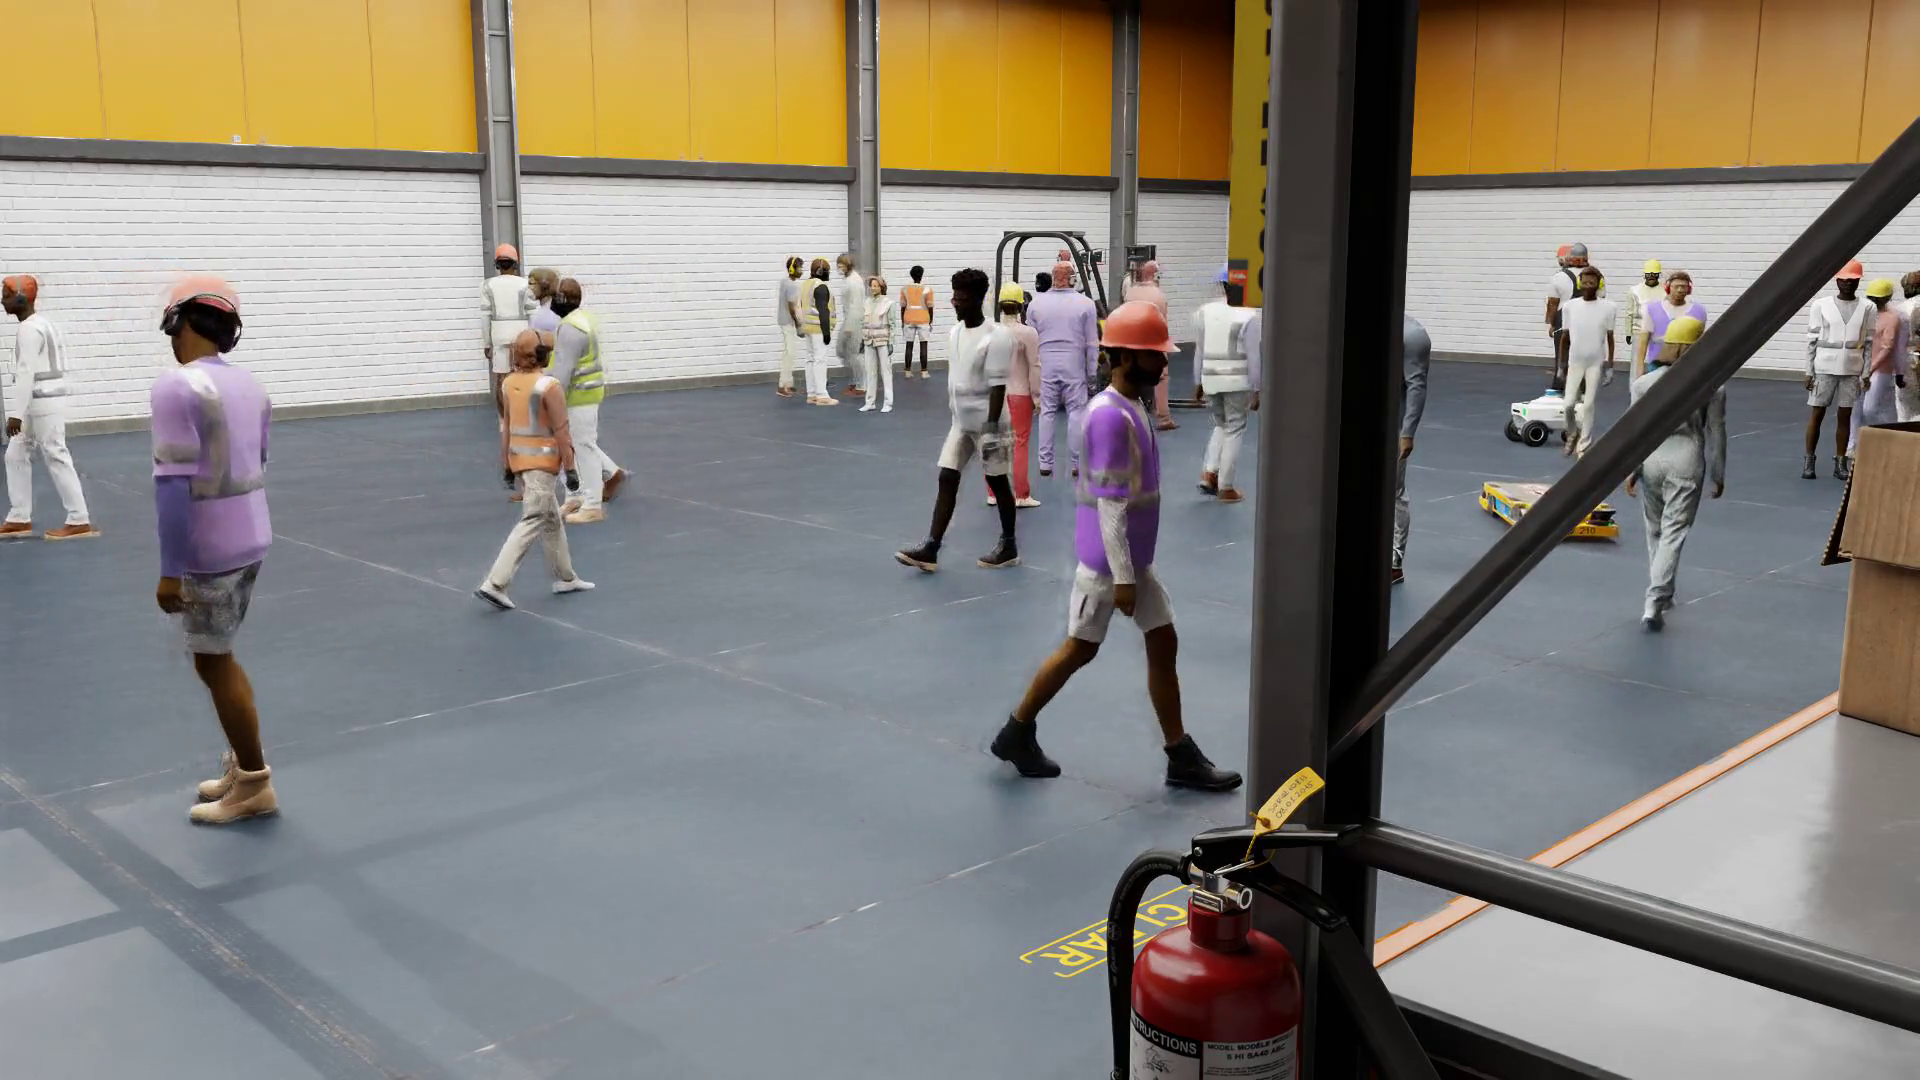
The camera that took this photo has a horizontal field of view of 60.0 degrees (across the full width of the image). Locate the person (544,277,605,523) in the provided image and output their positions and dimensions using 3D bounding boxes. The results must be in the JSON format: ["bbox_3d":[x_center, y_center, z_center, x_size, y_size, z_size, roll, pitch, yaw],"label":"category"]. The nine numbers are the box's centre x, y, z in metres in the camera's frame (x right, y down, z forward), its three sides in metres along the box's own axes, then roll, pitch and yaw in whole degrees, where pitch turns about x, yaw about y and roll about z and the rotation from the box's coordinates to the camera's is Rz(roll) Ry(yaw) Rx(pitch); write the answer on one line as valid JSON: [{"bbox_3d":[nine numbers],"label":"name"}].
[{"bbox_3d":[-2.902,-1.027,12.357,0.514,1.821,0.603,-4,11,-20],"label":"person"}]

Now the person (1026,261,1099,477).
[{"bbox_3d":[0.918,-1.512,14.764,0.651,1.904,0.403,3,11,15],"label":"person"}]

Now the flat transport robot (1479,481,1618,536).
[{"bbox_3d":[4.328,-0.245,12.307,0.652,0.197,1.431,1,10,5],"label":"flat transport robot"}]

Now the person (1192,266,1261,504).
[{"bbox_3d":[2.156,-1.244,13.235,0.457,1.923,0.637,-9,14,-42],"label":"person"}]

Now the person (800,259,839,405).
[{"bbox_3d":[-1.773,-2.621,21.002,0.430,1.838,0.619,-5,12,-26],"label":"person"}]

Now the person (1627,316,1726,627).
[{"bbox_3d":[3.947,-0.385,9.211,0.493,1.705,0.919,7,13,35],"label":"person"}]

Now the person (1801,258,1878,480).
[{"bbox_3d":[7.676,-1.486,14.526,0.542,1.939,0.362,3,11,16],"label":"person"}]

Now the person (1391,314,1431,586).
[{"bbox_3d":[2.563,-0.688,10.176,0.372,1.940,0.630,-7,12,-33],"label":"person"}]

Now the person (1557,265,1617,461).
[{"bbox_3d":[5.880,-1.638,15.601,0.513,1.858,0.382,5,11,24],"label":"person"}]

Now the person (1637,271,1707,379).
[{"bbox_3d":[6.704,-1.629,15.703,0.578,1.803,0.974,4,11,22],"label":"person"}]

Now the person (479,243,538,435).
[{"bbox_3d":[-4.804,-2.139,17.797,0.605,2.045,0.381,-1,10,-5],"label":"person"}]

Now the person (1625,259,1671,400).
[{"bbox_3d":[8.913,-2.709,21.516,0.589,1.826,0.403,3,11,17],"label":"person"}]

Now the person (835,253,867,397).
[{"bbox_3d":[-1.430,-2.814,21.848,0.498,1.906,0.687,-2,11,-11],"label":"person"}]

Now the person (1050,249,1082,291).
[{"bbox_3d":[1.627,-3.624,26.274,0.641,1.908,0.407,-8,13,-36],"label":"person"}]

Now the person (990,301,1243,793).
[{"bbox_3d":[0.567,0.031,6.386,0.986,1.898,0.566,4,11,20],"label":"person"}]

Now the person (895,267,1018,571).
[{"bbox_3d":[0.018,-0.735,10.457,0.959,1.919,0.631,-8,13,-36],"label":"person"}]

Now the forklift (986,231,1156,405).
[{"bbox_3d":[1.222,-2.721,20.561,2.313,2.155,1.214,2,11,13],"label":"forklift"}]

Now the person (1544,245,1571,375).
[{"bbox_3d":[9.098,-3.473,25.257,0.653,1.970,0.705,-8,13,-36],"label":"person"}]

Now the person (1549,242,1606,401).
[{"bbox_3d":[7.934,-2.814,21.487,0.683,2.000,0.538,2,11,10],"label":"person"}]

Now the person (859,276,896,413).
[{"bbox_3d":[-0.995,-2.360,20.100,0.513,1.645,0.307,6,12,30],"label":"person"}]

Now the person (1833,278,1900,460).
[{"bbox_3d":[8.588,-1.583,15.587,0.524,1.741,0.541,-1,10,-8],"label":"person"}]

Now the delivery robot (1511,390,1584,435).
[{"bbox_3d":[6.019,-1.291,16.981,0.707,0.478,0.477,-1,10,-5],"label":"delivery robot"}]

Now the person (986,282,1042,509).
[{"bbox_3d":[0.401,-1.129,13.041,0.533,1.772,0.296,6,12,29],"label":"person"}]

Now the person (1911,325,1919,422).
[{"bbox_3d":[3.497,0.127,5.955,0.528,1.860,0.321,-5,12,-27],"label":"person"}]

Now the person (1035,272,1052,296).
[{"bbox_3d":[1.170,-2.686,21.815,0.837,1.666,0.528,-2,11,-11],"label":"person"}]

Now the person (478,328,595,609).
[{"bbox_3d":[-2.481,-0.421,9.623,0.524,1.603,0.830,9,14,42],"label":"person"}]

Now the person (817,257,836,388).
[{"bbox_3d":[-1.948,-3.058,23.388,0.404,1.830,0.600,-4,11,-20],"label":"person"}]

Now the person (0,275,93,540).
[{"bbox_3d":[-6.512,-0.895,11.534,0.810,1.854,0.582,-6,12,-28],"label":"person"}]

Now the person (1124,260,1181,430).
[{"bbox_3d":[1.981,-2.099,18.076,0.966,1.869,0.643,-7,13,-35],"label":"person"}]

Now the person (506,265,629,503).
[{"bbox_3d":[-3.143,-1.222,13.185,0.918,1.911,0.643,-1,10,-8],"label":"person"}]

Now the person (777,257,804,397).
[{"bbox_3d":[-2.264,-2.854,22.279,0.370,1.841,0.829,-1,10,-7],"label":"person"}]

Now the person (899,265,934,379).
[{"bbox_3d":[-0.640,-3.229,24.720,0.537,1.695,0.321,3,11,15],"label":"person"}]

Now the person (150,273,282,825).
[{"bbox_3d":[-2.680,0.054,6.009,0.362,1.998,0.644,0,10,0],"label":"person"}]

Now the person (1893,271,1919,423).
[{"bbox_3d":[9.101,-1.619,15.628,0.697,1.807,0.750,-1,10,-6],"label":"person"}]

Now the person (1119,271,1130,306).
[{"bbox_3d":[2.569,-3.514,25.977,0.496,1.805,0.678,1,10,4],"label":"person"}]
